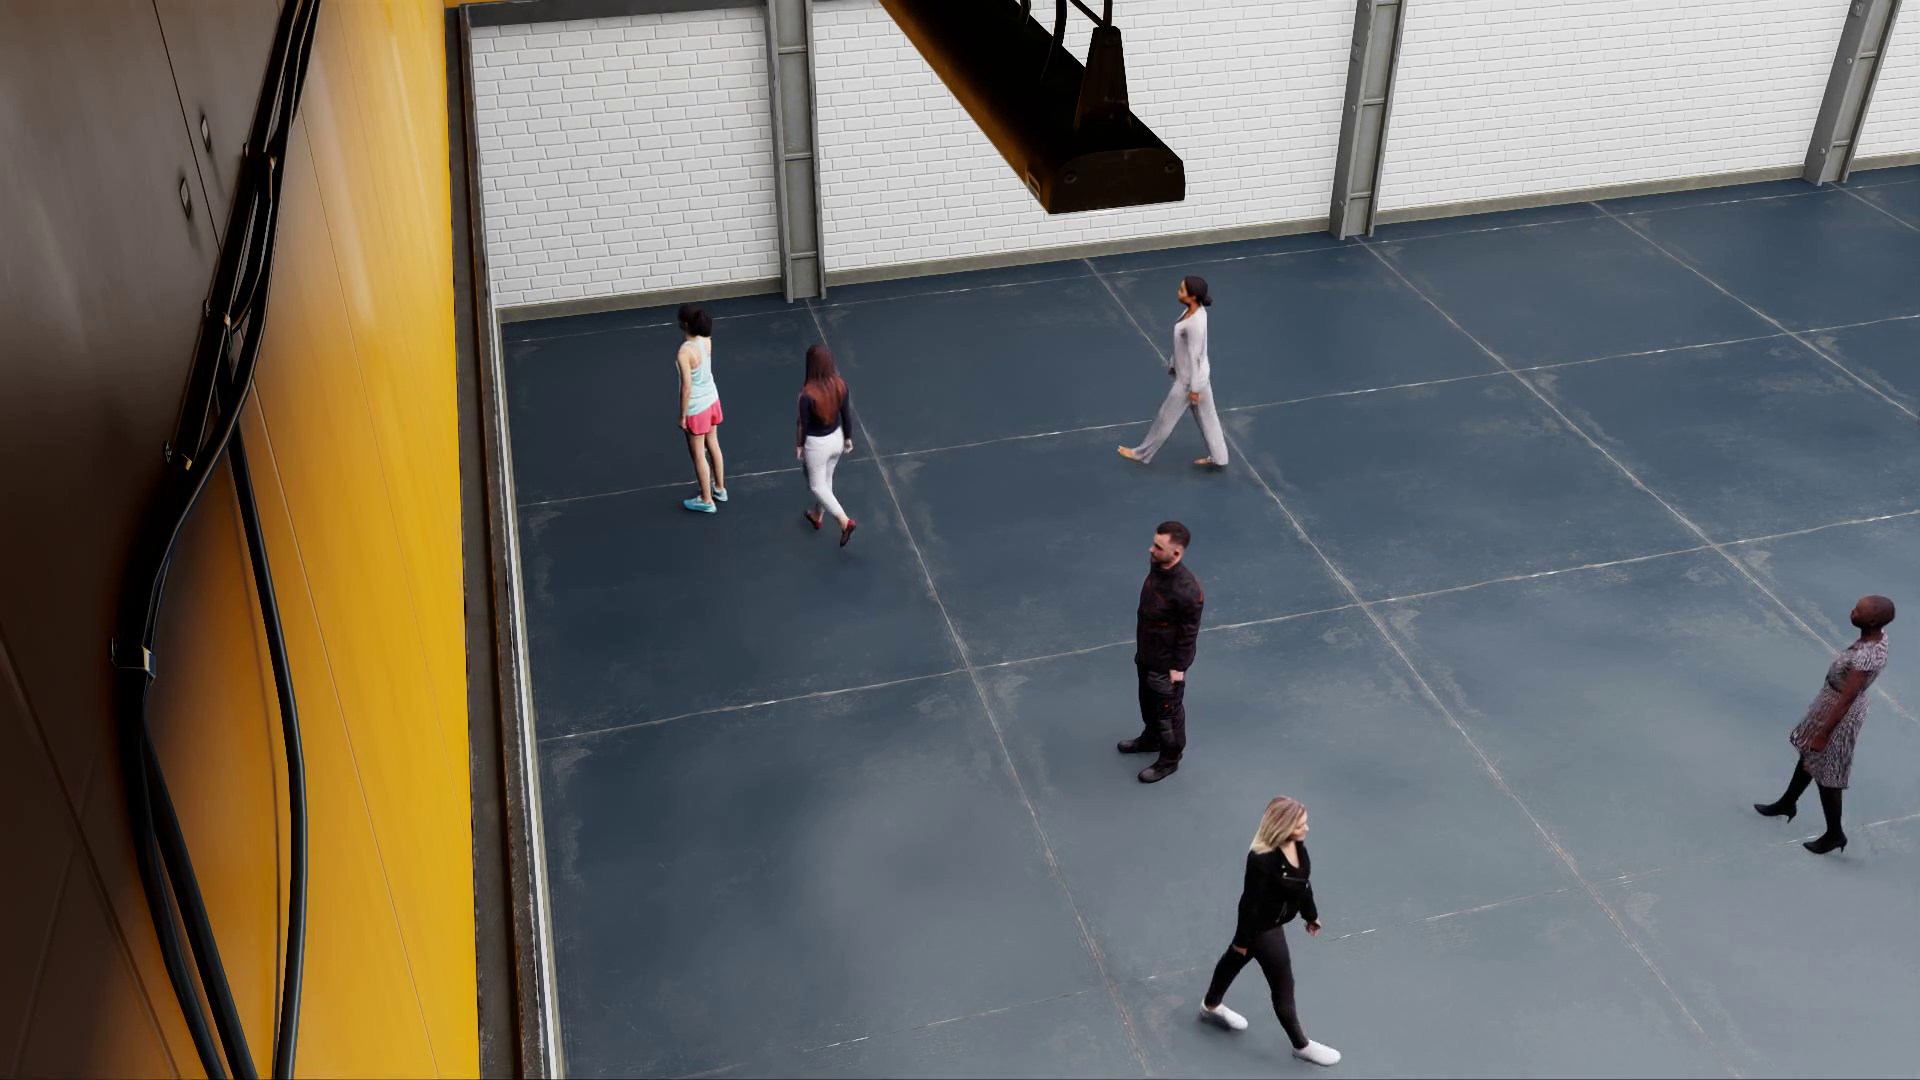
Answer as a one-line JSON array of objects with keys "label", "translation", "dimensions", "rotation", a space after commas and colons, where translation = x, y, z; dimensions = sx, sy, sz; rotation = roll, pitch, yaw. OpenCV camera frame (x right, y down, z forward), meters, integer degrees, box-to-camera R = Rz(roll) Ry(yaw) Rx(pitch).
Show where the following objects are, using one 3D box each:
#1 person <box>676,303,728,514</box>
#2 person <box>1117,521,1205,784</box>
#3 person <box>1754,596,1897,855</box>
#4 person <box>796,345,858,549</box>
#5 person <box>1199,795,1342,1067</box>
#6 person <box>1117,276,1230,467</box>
[{"label": "person", "translation": [-2.033, -1.037, 12.964], "dimensions": [0.726, 1.765, 0.684], "rotation": [14, 36, 20]}, {"label": "person", "translation": [1.274, 0.663, 10.323], "dimensions": [0.627, 1.857, 0.727], "rotation": [-11, 35, -16]}, {"label": "person", "translation": [5.186, 1.091, 9.746], "dimensions": [0.921, 1.784, 0.869], "rotation": [21, 39, 28]}, {"label": "person", "translation": [-1.003, -0.685, 12.592], "dimensions": [0.997, 1.590, 0.939], "rotation": [-28, 43, -36]}, {"label": "person", "translation": [1.475, 1.937, 8.591], "dimensions": [1.083, 1.654, 1.004], "rotation": [16, 37, 22]}, {"label": "person", "translation": [1.950, -1.304, 13.440], "dimensions": [1.243, 1.683, 0.971], "rotation": [6, 34, 8]}]
